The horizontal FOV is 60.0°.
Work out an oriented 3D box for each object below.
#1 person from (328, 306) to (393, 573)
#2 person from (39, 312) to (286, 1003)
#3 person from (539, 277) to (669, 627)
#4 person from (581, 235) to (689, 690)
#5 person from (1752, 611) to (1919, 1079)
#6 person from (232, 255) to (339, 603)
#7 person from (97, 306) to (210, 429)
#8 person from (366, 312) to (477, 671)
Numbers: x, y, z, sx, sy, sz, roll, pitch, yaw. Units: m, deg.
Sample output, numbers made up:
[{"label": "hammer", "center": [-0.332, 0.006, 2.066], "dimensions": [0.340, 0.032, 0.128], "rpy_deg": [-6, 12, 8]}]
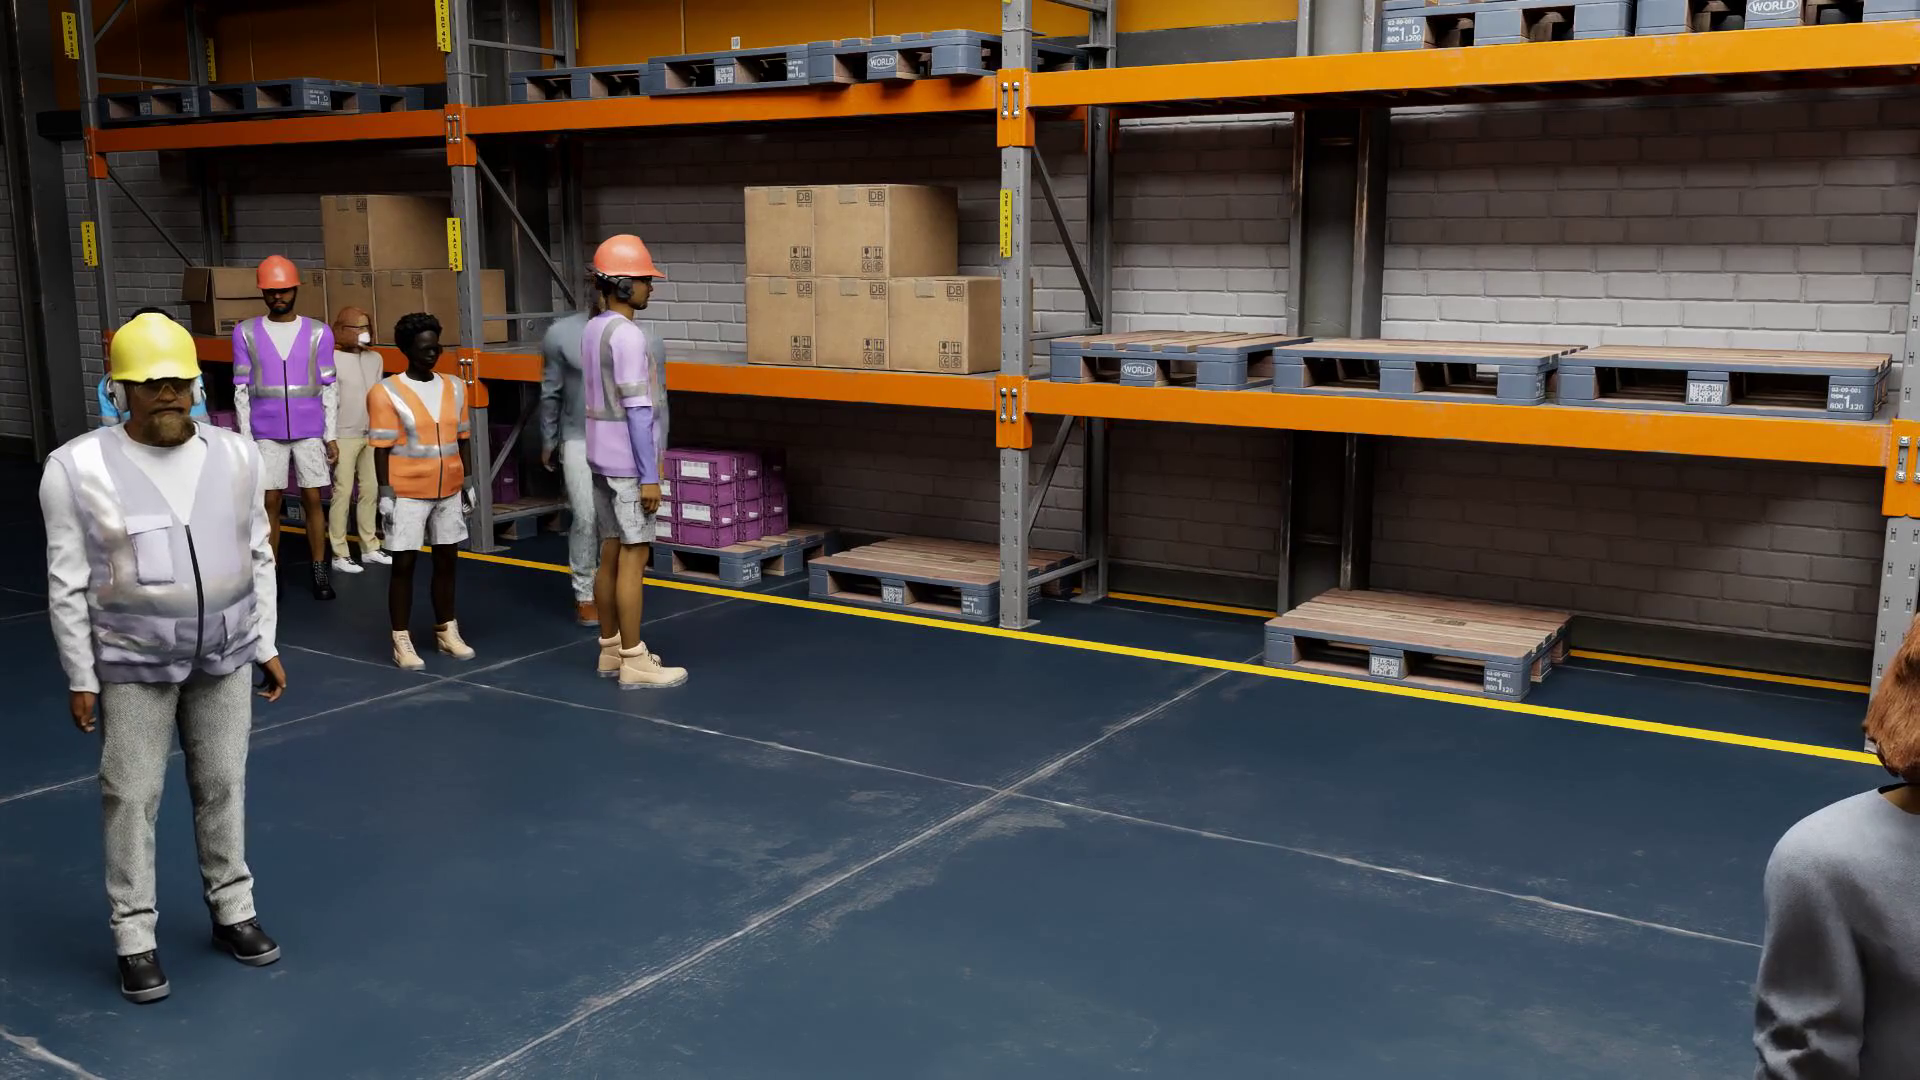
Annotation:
[{"label": "person", "center": [-3.701, -0.617, 10.206], "dimensions": [0.285, 1.626, 0.493], "rpy_deg": [4, 11, 23]}, {"label": "person", "center": [-2.122, 0.305, 4.513], "dimensions": [0.404, 1.833, 0.591], "rpy_deg": [10, 14, 44]}, {"label": "person", "center": [-1.863, -0.486, 8.737], "dimensions": [0.651, 1.888, 0.601], "rpy_deg": [-3, 11, -16]}, {"label": "person", "center": [-1.499, -0.347, 7.544], "dimensions": [0.370, 2.044, 0.608], "rpy_deg": [-6, 12, -30]}, {"label": "person", "center": [1.186, 0.851, 2.036], "dimensions": [0.500, 1.636, 0.285], "rpy_deg": [-2, 10, -13]}, {"label": "person", "center": [-3.751, -0.610, 9.296], "dimensions": [0.542, 1.938, 0.357], "rpy_deg": [-4, 11, -22]}, {"label": "person", "center": [-3.965, -0.301, 8.257], "dimensions": [0.535, 1.693, 0.322], "rpy_deg": [0, 10, -1]}, {"label": "person", "center": [-2.539, -0.230, 7.887], "dimensions": [0.321, 1.689, 0.538], "rpy_deg": [8, 13, 39]}]
